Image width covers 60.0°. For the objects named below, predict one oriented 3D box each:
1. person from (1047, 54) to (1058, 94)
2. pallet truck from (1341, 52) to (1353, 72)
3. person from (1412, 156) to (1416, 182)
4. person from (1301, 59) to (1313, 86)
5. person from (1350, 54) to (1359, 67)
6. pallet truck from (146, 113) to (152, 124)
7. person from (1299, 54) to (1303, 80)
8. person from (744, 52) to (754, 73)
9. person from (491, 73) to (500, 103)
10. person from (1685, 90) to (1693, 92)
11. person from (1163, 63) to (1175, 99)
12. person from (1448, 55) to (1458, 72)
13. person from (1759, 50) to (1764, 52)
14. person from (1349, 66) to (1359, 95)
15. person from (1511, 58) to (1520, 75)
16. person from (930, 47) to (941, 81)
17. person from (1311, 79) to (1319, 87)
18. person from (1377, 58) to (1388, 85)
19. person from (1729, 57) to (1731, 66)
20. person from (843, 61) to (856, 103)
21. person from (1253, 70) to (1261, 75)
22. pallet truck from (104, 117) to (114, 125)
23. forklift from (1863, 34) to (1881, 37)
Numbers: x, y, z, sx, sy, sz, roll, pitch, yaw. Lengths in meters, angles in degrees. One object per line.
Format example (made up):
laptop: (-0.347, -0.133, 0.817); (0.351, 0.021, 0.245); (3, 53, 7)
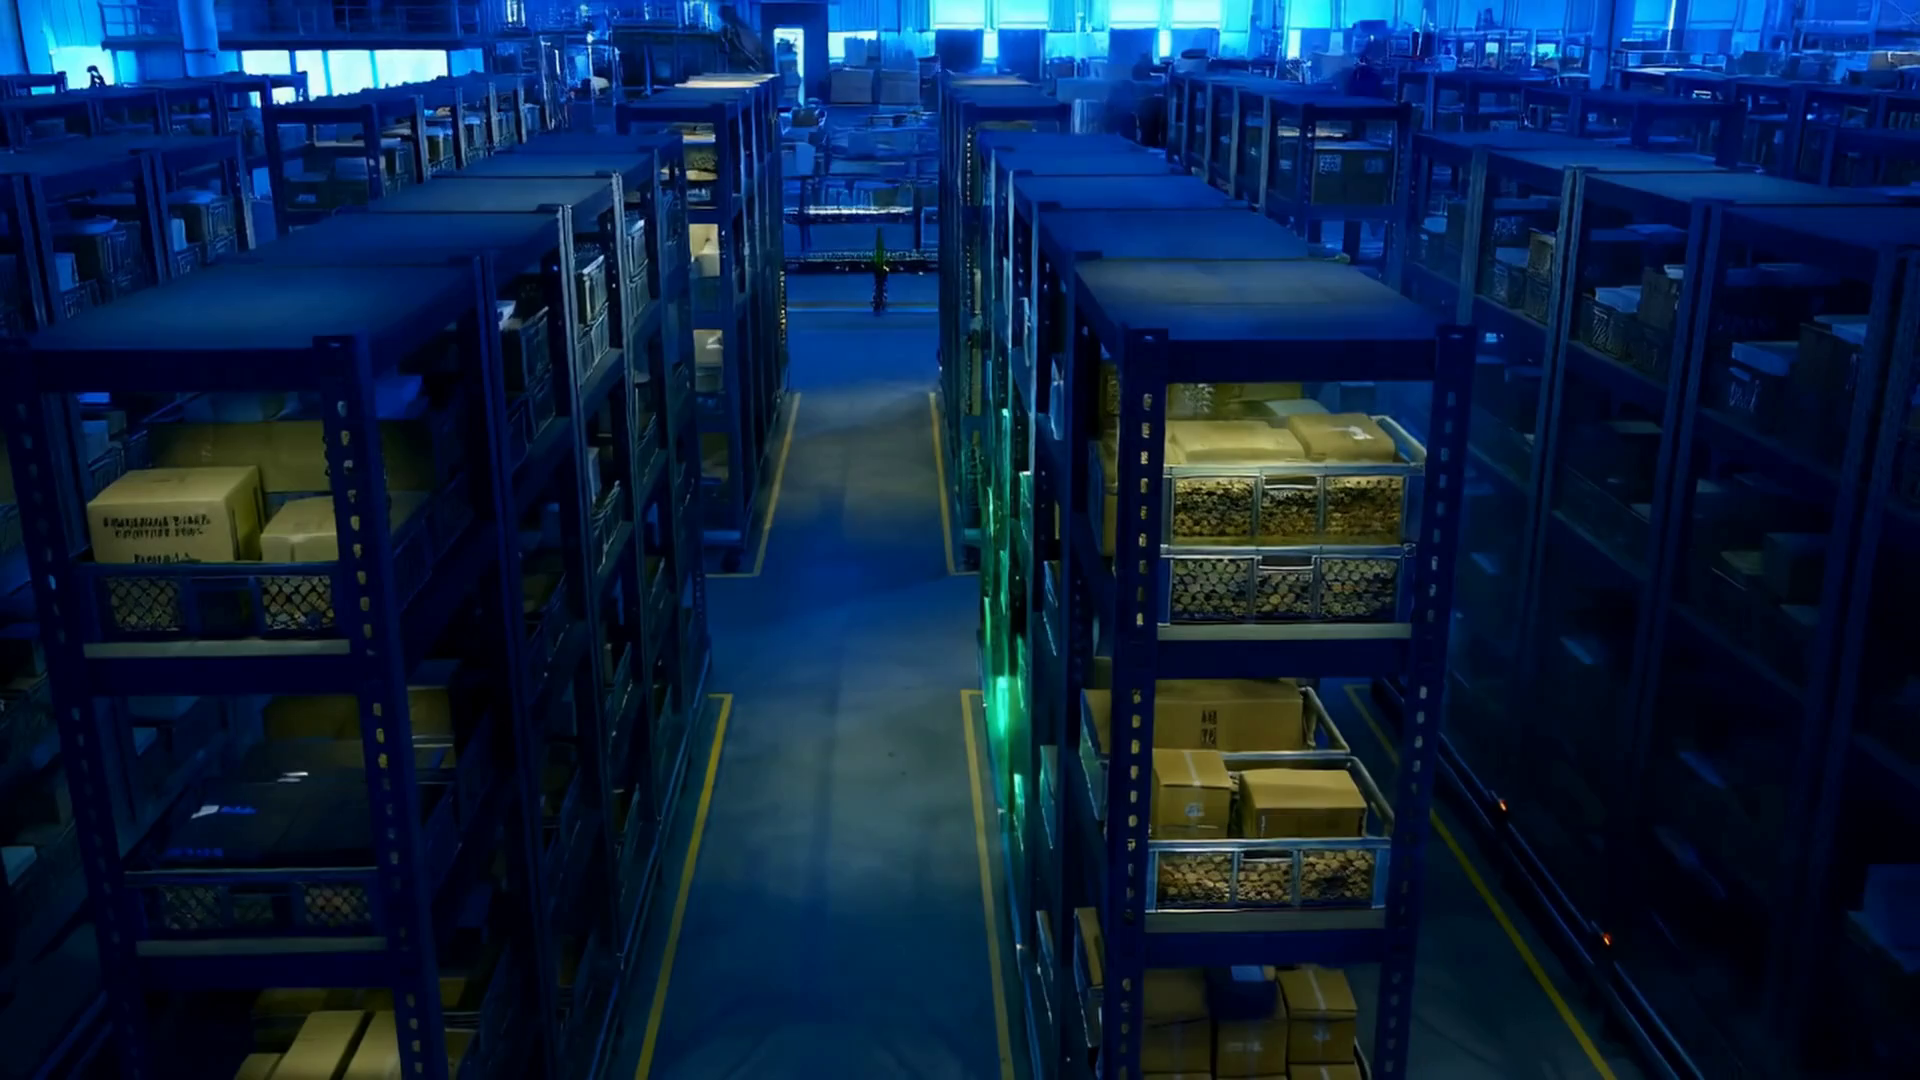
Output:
person: (4.415, -22.408, 80.114); (0.354, 1.936, 0.635); (-16, 24, -41)
pallet truck: (18.794, -23.123, 82.231); (0.823, 1.965, 1.885); (-13, 22, -35)
person: (10.954, -9.540, 40.570); (0.554, 1.752, 0.387); (2, 18, 8)
person: (15.698, -20.758, 75.154); (0.553, 1.860, 0.355); (3, 18, 10)
person: (19.775, -23.468, 83.570); (0.457, 1.824, 0.661); (9, 20, 26)
pallet truck: (-18.087, -8.309, 36.390); (1.885, 1.965, 0.823); (-1, 18, -4)
person: (18.300, -25.274, 89.412); (0.854, 1.705, 0.517); (15, 23, 38)
person: (-11.058, -24.584, 87.032); (0.640, 1.821, 0.586); (-16, 24, -41)
person: (-16.891, -16.174, 60.950); (0.724, 1.866, 0.597); (-3, 18, -8)
person: (25.959, -15.696, 59.372); (0.636, 1.913, 0.986); (8, 20, 24)
person: (8.295, -17.717, 65.433); (0.673, 2.000, 0.535); (-3, 18, -8)
person: (23.708, -22.409, 80.135); (0.633, 1.927, 0.644); (-8, 20, -23)
person: (41.774, -24.613, 86.938); (0.545, 1.938, 0.358); (-9, 20, -27)
person: (15.345, -17.626, 65.361); (0.785, 1.906, 0.563); (17, 24, 42)
person: (25.206, -20.921, 75.541); (0.383, 1.920, 0.585); (13, 22, 35)
person: (-1.317, -26.601, 93.125); (0.699, 1.919, 0.617); (3, 18, 10)
person: (12.356, -15.206, 58.103); (0.315, 1.769, 0.525); (10, 21, 29)
person: (20.763, -22.821, 81.792); (0.533, 1.690, 0.322); (-1, 18, -3)
person: (37.435, -22.723, 81.238); (0.506, 1.846, 0.346); (6, 19, 18)
person: (-4.774, -19.701, 71.814); (0.560, 1.899, 0.974); (-13, 22, -35)
person: (10.573, -15.772, 59.487); (0.389, 1.992, 0.625); (-12, 21, -32)
pallet truck: (-18.367, -7.885, 35.078); (1.885, 1.965, 0.823); (1, 18, 2)
forklift: (45.817, -24.194, 84.132); (1.129, 2.768, 1.873); (12, 21, 33)
